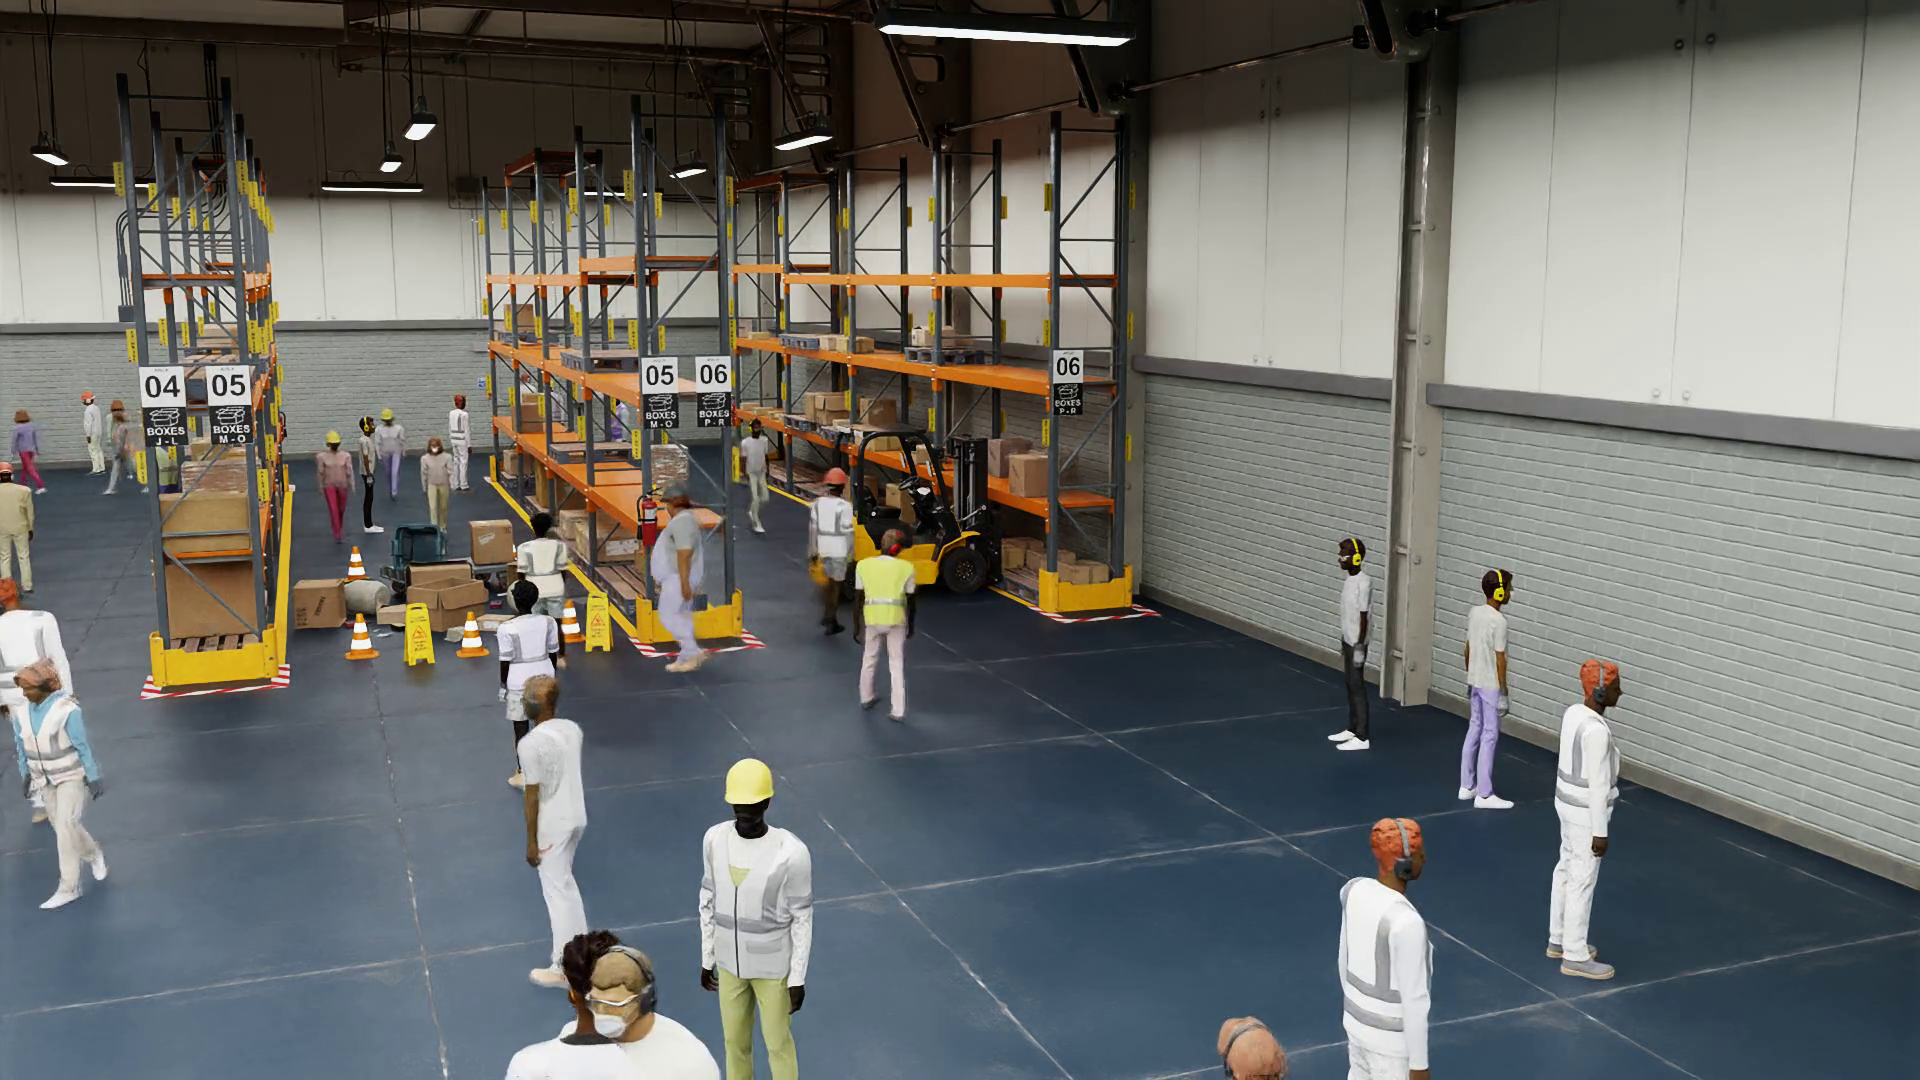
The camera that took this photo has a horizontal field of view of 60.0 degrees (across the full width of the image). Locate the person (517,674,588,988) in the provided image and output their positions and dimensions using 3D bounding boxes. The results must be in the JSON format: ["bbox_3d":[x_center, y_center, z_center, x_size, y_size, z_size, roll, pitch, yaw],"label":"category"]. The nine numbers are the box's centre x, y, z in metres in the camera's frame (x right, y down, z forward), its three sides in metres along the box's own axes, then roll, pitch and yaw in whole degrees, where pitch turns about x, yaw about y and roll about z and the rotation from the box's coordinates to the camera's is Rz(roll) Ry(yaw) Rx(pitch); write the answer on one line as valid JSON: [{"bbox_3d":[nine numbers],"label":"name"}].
[{"bbox_3d":[-2.369,1.689,9.722,0.434,1.825,0.506,4,10,23],"label":"person"}]

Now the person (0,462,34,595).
[{"bbox_3d":[-12.281,-0.142,21.513,0.553,1.735,0.381,-5,10,-29],"label":"person"}]

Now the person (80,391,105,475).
[{"bbox_3d":[-18.051,-2.220,34.563,0.350,1.743,0.569,-1,9,-8],"label":"person"}]

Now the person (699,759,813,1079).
[{"bbox_3d":[-0.960,1.949,7.727,0.589,1.930,0.356,4,10,25],"label":"person"}]

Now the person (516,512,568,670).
[{"bbox_3d":[-4.346,0.546,17.318,0.538,1.686,0.360,-3,10,-20],"label":"person"}]

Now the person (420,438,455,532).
[{"bbox_3d":[-8.220,-0.817,26.213,0.508,1.586,0.854,-3,10,-19],"label":"person"}]

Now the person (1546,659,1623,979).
[{"bbox_3d":[3.708,1.633,9.858,0.338,1.882,0.582,1,9,4],"label":"person"}]

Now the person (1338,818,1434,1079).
[{"bbox_3d":[1.799,2.086,7.010,0.354,1.883,0.572,-3,9,-16],"label":"person"}]

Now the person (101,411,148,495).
[{"bbox_3d":[-15.796,-1.660,31.503,0.511,1.595,0.884,9,13,44],"label":"person"}]

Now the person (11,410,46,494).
[{"bbox_3d":[-17.704,-1.664,31.521,0.871,1.592,0.510,3,9,17],"label":"person"}]

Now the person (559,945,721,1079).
[{"bbox_3d":[-1.094,2.281,5.652,0.629,1.930,0.368,4,10,25],"label":"person"}]

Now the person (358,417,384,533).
[{"bbox_3d":[-9.499,-1.051,26.783,0.328,1.876,0.514,-3,10,-19],"label":"person"}]

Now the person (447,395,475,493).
[{"bbox_3d":[-9.506,-1.829,31.673,0.575,1.880,0.358,7,12,38],"label":"person"}]

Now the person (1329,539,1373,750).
[{"bbox_3d":[3.435,0.905,14.538,0.327,1.861,0.507,0,9,-2],"label":"person"}]

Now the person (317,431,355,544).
[{"bbox_3d":[-9.727,-0.842,25.906,0.527,1.740,0.811,-6,11,-32],"label":"person"}]

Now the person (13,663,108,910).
[{"bbox_3d":[-5.949,1.576,11.081,0.566,1.609,0.686,2,9,14],"label":"person"}]

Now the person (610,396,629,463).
[{"bbox_3d":[-6.856,-2.055,33.249,0.429,1.836,0.631,-8,12,-41],"label":"person"}]

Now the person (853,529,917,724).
[{"bbox_3d":[-0.692,0.778,15.553,0.598,1.795,0.687,1,9,8],"label":"person"}]

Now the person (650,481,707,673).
[{"bbox_3d":[-2.949,0.371,17.313,0.537,2.000,0.688,-1,9,-4],"label":"person"}]

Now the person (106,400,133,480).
[{"bbox_3d":[-17.039,-2.031,33.741,0.281,1.626,0.509,7,11,37],"label":"person"}]

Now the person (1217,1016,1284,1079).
[{"bbox_3d":[1.022,2.434,5.649,0.519,1.617,0.637,-2,9,-10],"label":"person"}]

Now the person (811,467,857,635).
[{"bbox_3d":[-1.431,0.123,19.220,0.574,1.921,0.512,6,11,31],"label":"person"}]

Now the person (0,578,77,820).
[{"bbox_3d":[-7.155,1.190,12.805,0.656,1.831,0.811,-4,10,-23],"label":"person"}]

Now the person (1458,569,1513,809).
[{"bbox_3d":[4.115,1.149,12.956,0.309,1.868,0.534,-2,9,-13],"label":"person"}]

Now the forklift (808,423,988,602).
[{"bbox_3d":[-0.830,-0.399,21.676,2.313,2.155,1.214,-4,10,-21],"label":"forklift"}]

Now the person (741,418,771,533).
[{"bbox_3d":[-3.295,-1.054,26.856,0.546,1.853,0.482,-7,11,-36],"label":"person"}]

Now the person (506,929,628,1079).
[{"bbox_3d":[-1.212,2.285,5.594,0.625,1.942,0.783,-1,9,-5],"label":"person"}]

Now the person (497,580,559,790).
[{"bbox_3d":[-3.477,1.161,13.420,0.532,1.697,0.319,-8,12,-41],"label":"person"}]

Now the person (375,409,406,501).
[{"bbox_3d":[-10.522,-1.602,30.791,0.525,1.702,0.908,-2,9,-15],"label":"person"}]
